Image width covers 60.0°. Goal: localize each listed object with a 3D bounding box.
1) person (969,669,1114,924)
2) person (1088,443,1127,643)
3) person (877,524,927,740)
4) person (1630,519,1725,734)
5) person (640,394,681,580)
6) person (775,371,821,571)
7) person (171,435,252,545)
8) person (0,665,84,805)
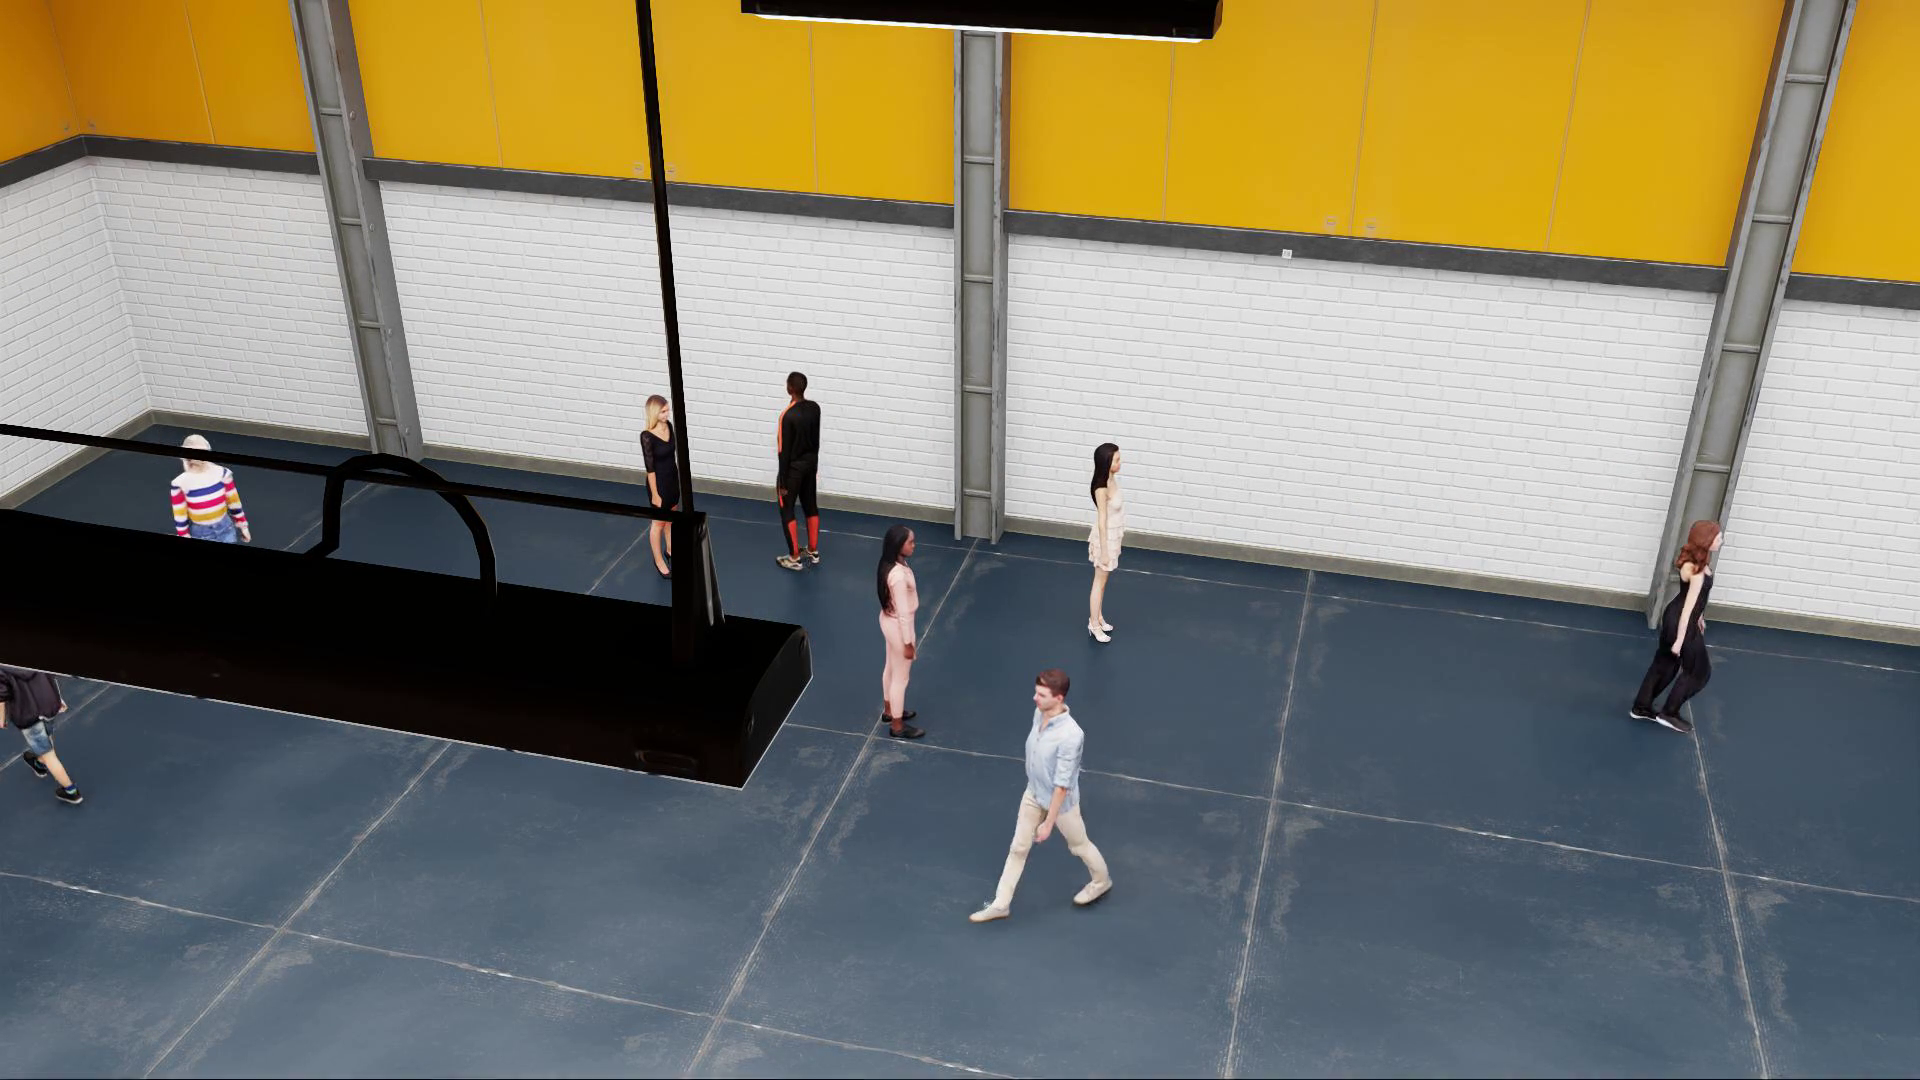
[{"bbox_3d":[0.671,1.610,10.378,1.246,1.799,1.190,-15,32,-26],"label":"person"},{"bbox_3d":[1.157,0.012,13.373,0.517,1.736,0.568,6,29,12],"label":"person"},{"bbox_3d":[-0.458,0.665,12.190,0.687,1.722,0.693,-6,29,-11],"label":"person"},{"bbox_3d":[5.229,0.610,12.284,0.664,1.729,0.582,7,29,13],"label":"person"},{"bbox_3d":[-2.562,-0.476,14.329,0.504,1.679,0.575,12,31,21],"label":"person"},{"bbox_3d":[-1.378,-0.601,14.425,0.695,1.805,0.722,23,36,35],"label":"person"},{"bbox_3d":[-6.063,-0.044,13.419,0.844,1.791,0.804,23,36,36],"label":"person"},{"bbox_3d":[-6.371,1.213,11.509,0.978,1.412,0.698,15,32,26],"label":"person"}]
